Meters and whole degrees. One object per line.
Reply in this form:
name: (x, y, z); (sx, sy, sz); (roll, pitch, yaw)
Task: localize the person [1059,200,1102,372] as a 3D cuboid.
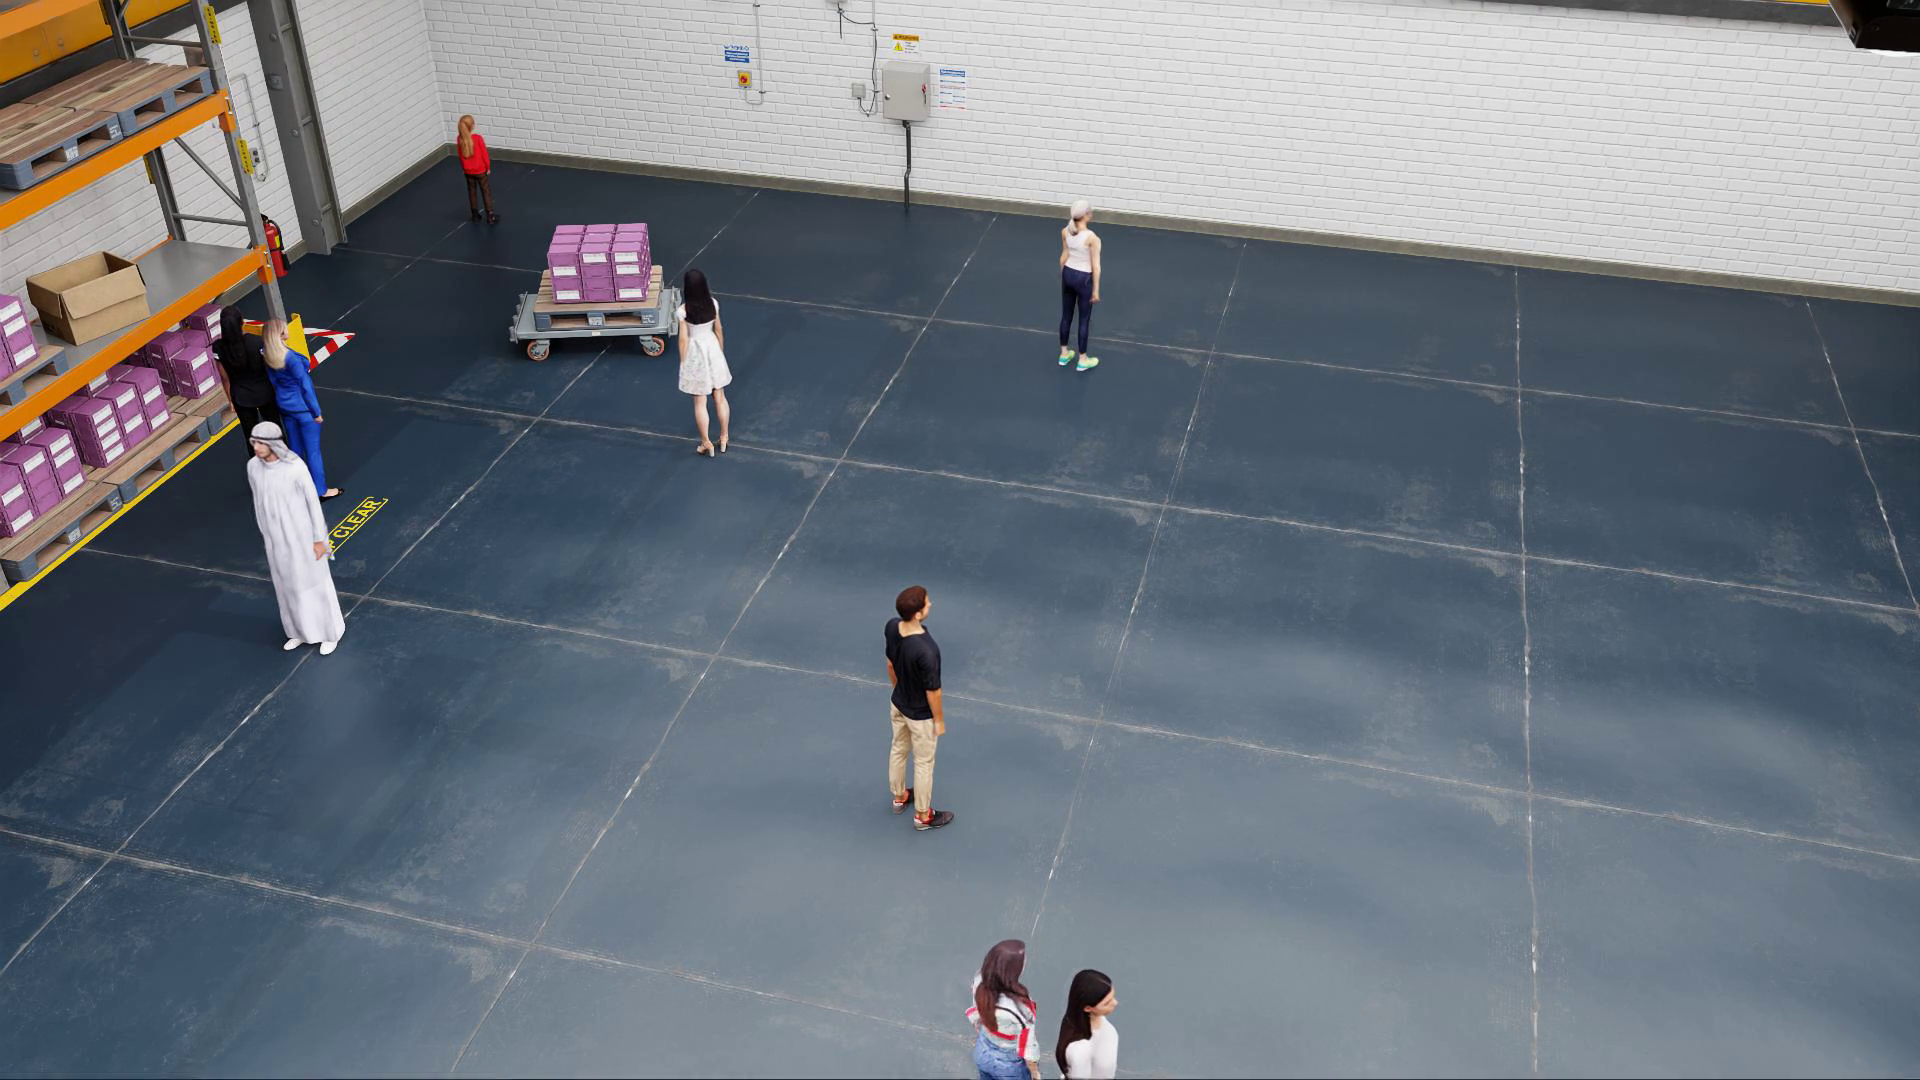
person: (1.144, -2.482, 16.156); (0.674, 1.702, 0.668); (24, 40, 31)

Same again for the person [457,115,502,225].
person: (-5.616, -4.298, 19.270); (0.518, 1.281, 0.514); (4, 34, 5)

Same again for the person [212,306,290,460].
person: (-6.040, -1.219, 14.233); (0.713, 1.729, 0.741); (-9, 35, -13)

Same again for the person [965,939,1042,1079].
person: (0.159, 2.679, 8.490); (0.968, 1.593, 0.849); (-28, 42, -35)

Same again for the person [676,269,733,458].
person: (-2.277, -1.569, 14.718); (0.771, 1.773, 0.835); (-19, 38, -27)

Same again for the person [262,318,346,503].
person: (-5.621, -1.106, 14.088); (0.685, 1.701, 0.650); (19, 38, 26)

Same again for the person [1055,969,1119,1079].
person: (0.592, 2.760, 8.175); (0.670, 1.807, 0.466); (7, 34, 10)

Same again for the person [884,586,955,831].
person: (-0.294, 1.067, 10.676); (0.729, 1.859, 0.715); (-24, 41, -32)

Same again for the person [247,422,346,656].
person: (-4.917, -0.032, 12.270); (0.683, 1.925, 0.621); (8, 34, 11)
